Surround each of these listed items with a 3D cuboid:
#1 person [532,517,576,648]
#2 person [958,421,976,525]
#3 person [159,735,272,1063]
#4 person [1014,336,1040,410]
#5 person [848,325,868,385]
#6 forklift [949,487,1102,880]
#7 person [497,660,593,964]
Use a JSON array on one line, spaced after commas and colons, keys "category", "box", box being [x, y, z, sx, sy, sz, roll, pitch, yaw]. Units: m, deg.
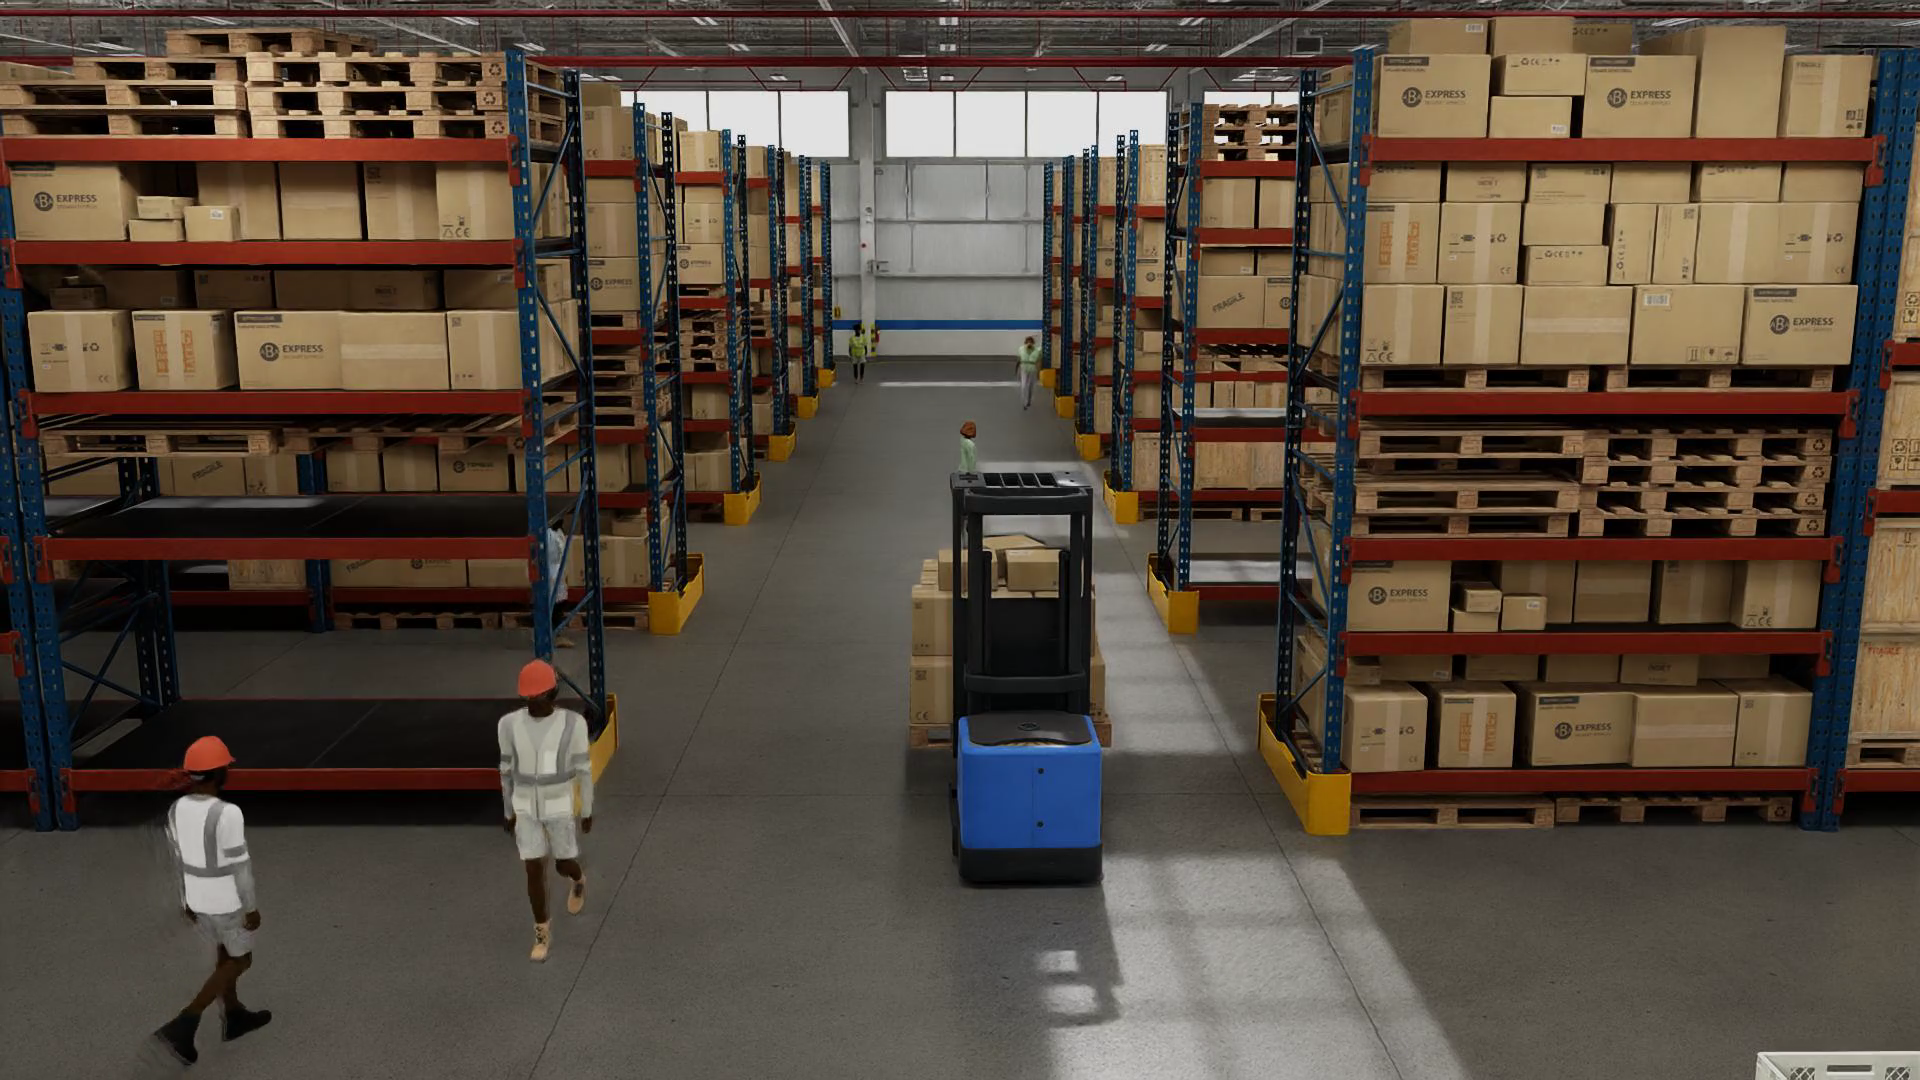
[{"category": "person", "box": [-4.546, 0.405, 18.644, 0.394, 1.683, 0.551, 0, 11, 2]}, {"category": "person", "box": [0.124, -1.048, 26.020, 0.281, 1.624, 0.495, -5, 12, -21]}, {"category": "person", "box": [-4.400, 2.097, 9.715, 0.559, 1.916, 0.703, 7, 13, 30]}, {"category": "person", "box": [1.644, -4.124, 40.849, 0.633, 1.804, 0.865, 0, 11, 1]}, {"category": "person", "box": [-2.829, -5.114, 46.095, 0.549, 1.646, 0.868, -1, 11, -4]}, {"category": "forklift", "box": [0.495, 0.986, 12.813, 1.129, 2.768, 1.873, 0, 11, -2]}, {"category": "person", "box": [-2.759, 1.751, 11.165, 0.611, 2.024, 0.757, 0, 11, 2]}]
